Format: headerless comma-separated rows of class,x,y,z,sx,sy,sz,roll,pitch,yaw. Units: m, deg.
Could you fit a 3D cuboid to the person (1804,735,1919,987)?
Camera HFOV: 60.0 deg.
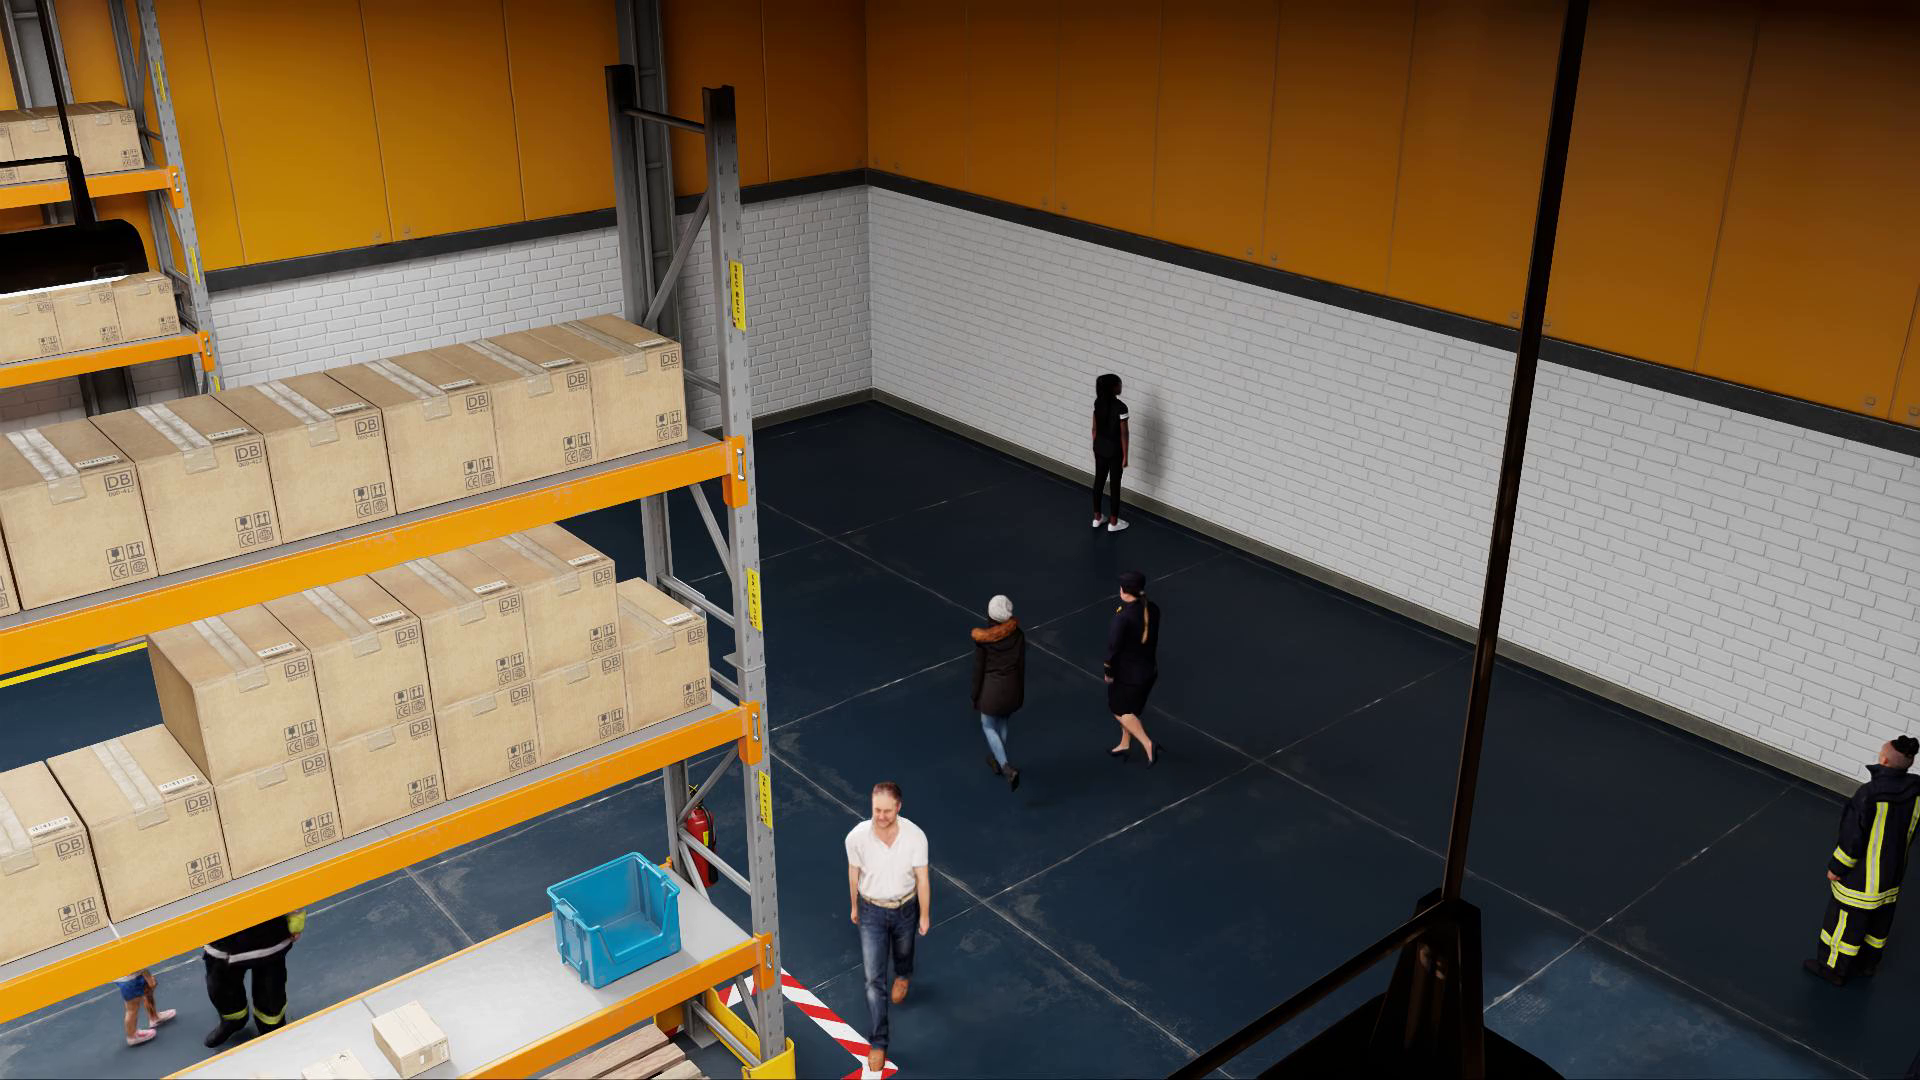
person,5.921,2.058,10.803,0.780,1.860,0.913,-7,25,-16

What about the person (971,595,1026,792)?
person,0.332,1.224,13.021,0.953,1.612,0.853,-9,25,-20

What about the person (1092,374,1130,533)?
person,1.609,-0.952,17.850,0.629,1.731,0.586,20,31,38

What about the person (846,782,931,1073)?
person,-0.415,2.260,10.404,1.209,1.809,1.267,2,24,5

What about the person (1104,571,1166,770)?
person,1.430,1.090,13.286,0.810,1.645,0.799,19,30,37
